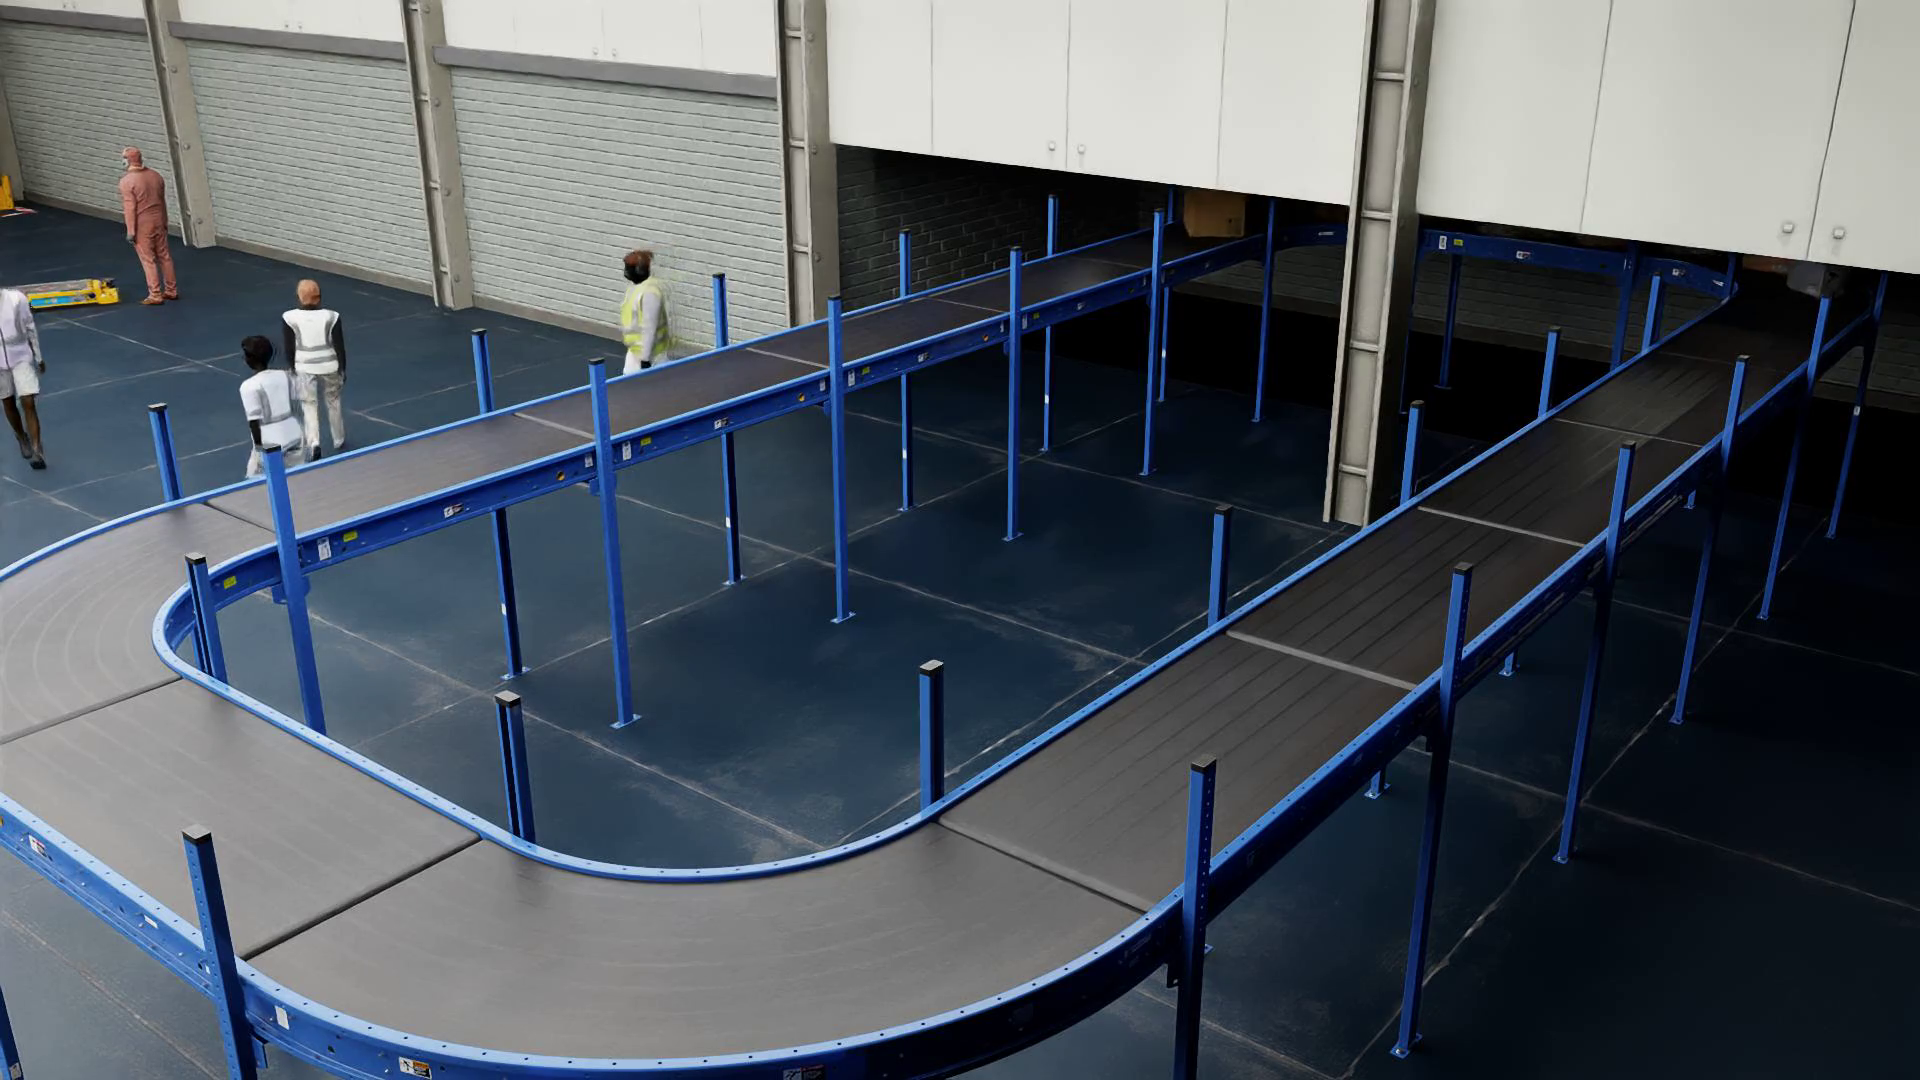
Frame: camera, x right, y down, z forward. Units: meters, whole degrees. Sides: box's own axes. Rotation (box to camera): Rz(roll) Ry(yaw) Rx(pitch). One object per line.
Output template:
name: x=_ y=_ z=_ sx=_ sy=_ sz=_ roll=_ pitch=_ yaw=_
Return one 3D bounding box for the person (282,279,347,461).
person: x=-5.741 y=-1.530 z=14.865 sx=0.513 sy=1.611 sz=0.699 roll=-8 pitch=23 yaw=-19

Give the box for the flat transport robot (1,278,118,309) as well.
flat transport robot: x=-11.152 y=-3.002 z=20.414 sx=1.431 sy=0.197 sz=0.652 roll=-11 pitch=24 yaw=-26

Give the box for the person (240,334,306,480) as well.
person: x=-5.333 y=-0.757 z=12.810 sx=0.674 sy=1.668 sz=0.565 roll=8 pitch=23 yaw=19

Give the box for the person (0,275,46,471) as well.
person: x=-8.313 y=-1.529 z=14.509 sx=0.564 sy=1.874 sz=1.011 roll=-11 pitch=24 yaw=-27

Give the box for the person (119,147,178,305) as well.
person: x=-9.957 y=-3.829 z=20.322 sx=0.400 sy=1.905 sz=0.645 roll=7 pitch=22 yaw=17
